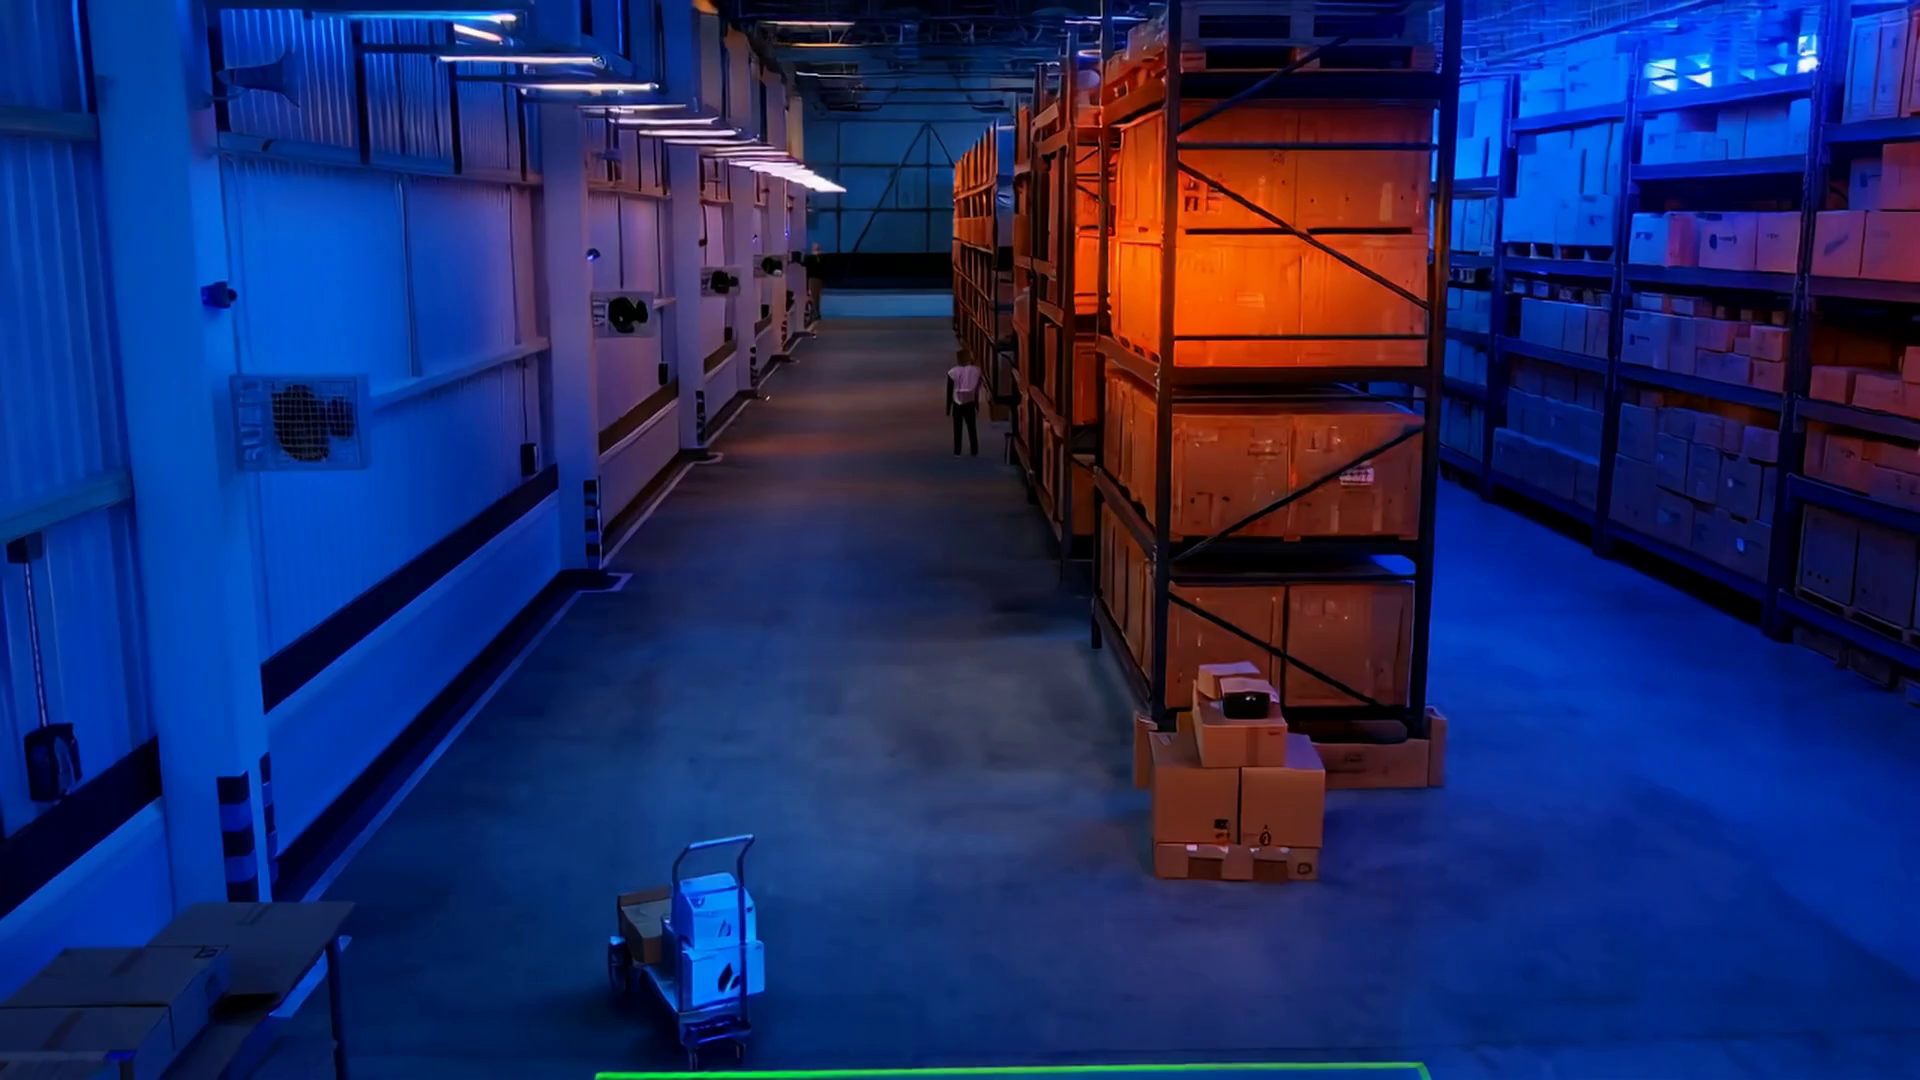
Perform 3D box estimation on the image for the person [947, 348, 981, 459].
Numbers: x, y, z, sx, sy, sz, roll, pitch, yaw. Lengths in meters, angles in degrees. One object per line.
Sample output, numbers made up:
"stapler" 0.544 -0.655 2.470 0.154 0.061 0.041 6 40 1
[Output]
"person" 0.071 -2.337 28.531 0.587 1.914 0.391 -2 11 -8
